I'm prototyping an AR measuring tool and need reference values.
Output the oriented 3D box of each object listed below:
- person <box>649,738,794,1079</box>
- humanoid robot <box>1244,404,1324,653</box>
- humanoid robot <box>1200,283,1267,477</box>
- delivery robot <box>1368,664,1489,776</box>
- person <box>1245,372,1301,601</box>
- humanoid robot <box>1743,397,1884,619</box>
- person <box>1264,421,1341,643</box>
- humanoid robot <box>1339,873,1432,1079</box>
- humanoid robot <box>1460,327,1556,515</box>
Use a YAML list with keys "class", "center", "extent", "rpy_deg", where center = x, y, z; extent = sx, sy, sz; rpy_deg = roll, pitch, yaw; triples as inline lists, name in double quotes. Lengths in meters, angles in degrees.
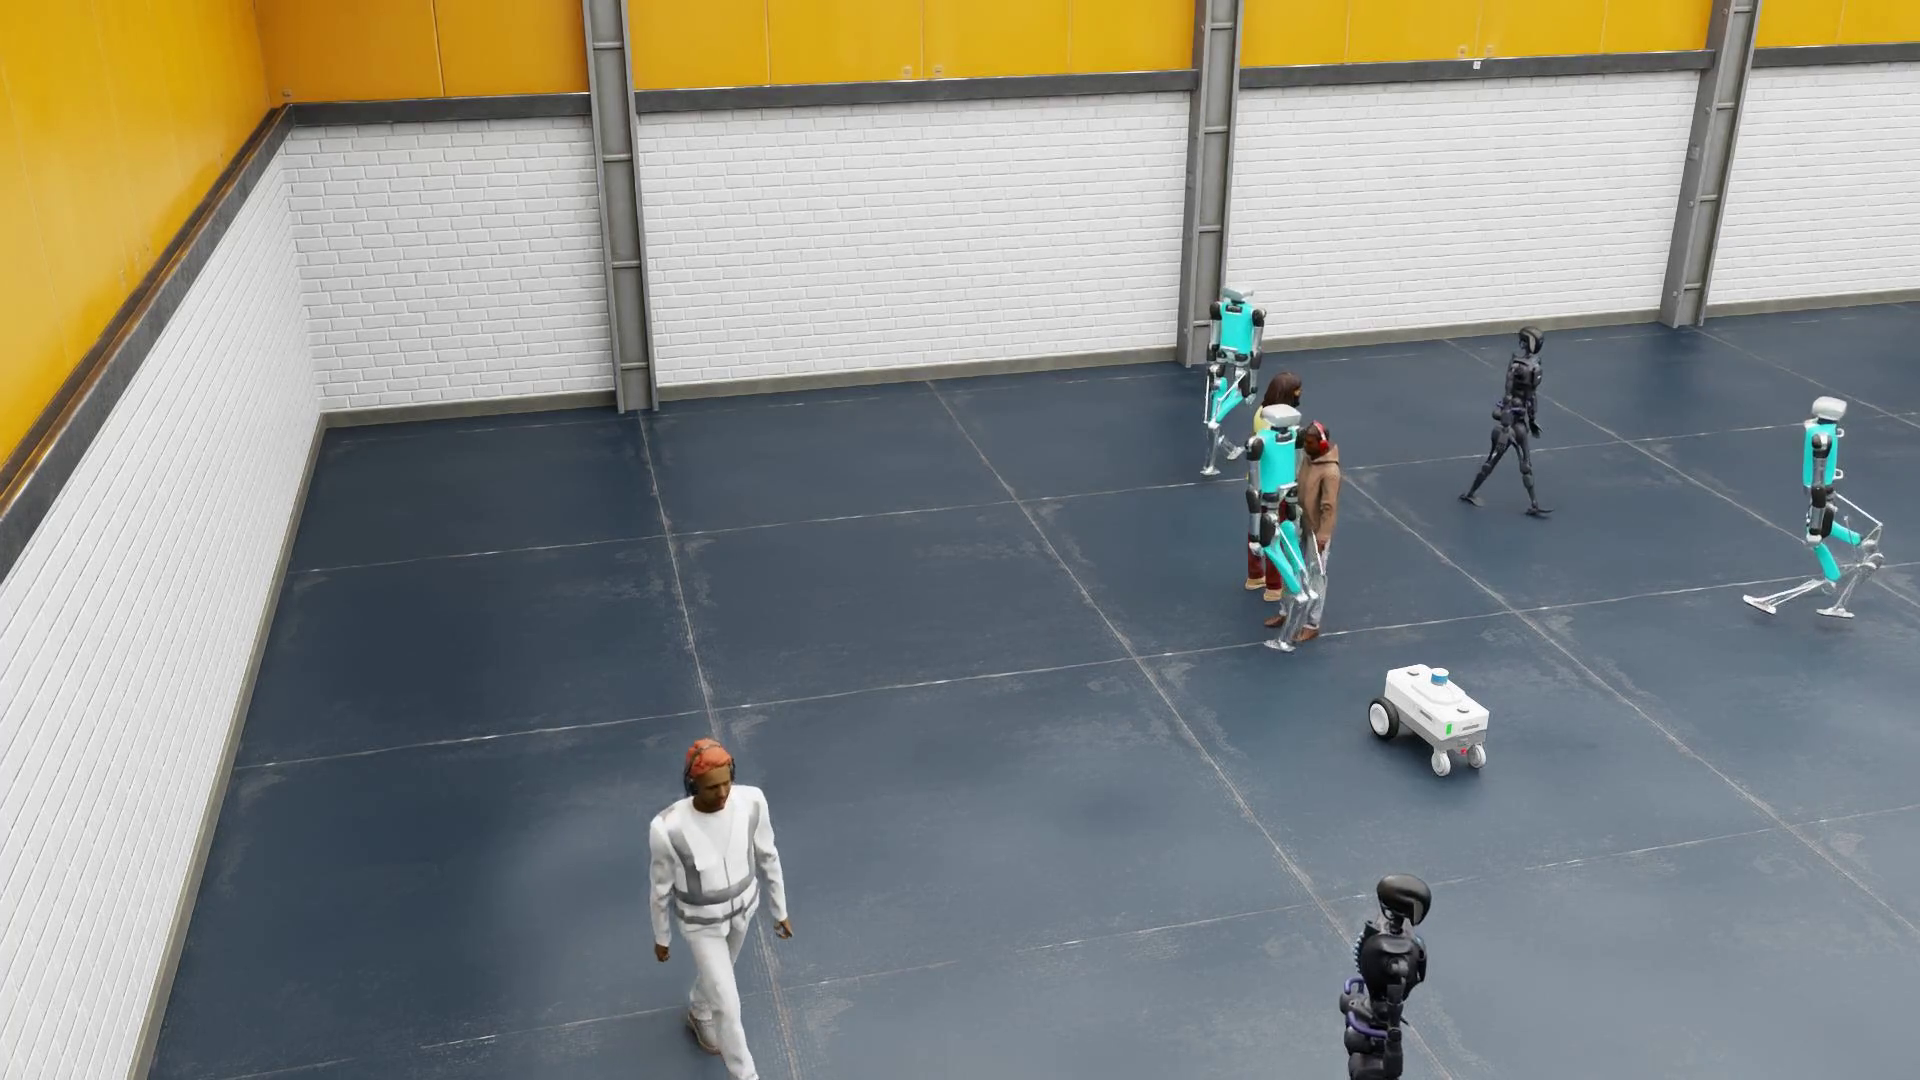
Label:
- class: "person"
  center: [-1.083, 1.707, 7.545]
  extent: [0.593, 1.832, 0.978]
  rpy_deg: [-17, 29, -34]
- class: "humanoid robot"
  center: [2.325, 0.008, 11.611]
  extent: [0.533, 1.857, 0.701]
  rpy_deg: [-16, 28, -32]
- class: "humanoid robot"
  center: [2.293, -1.349, 14.633]
  extent: [0.545, 1.734, 1.042]
  rpy_deg: [18, 29, 34]
- class: "delivery robot"
  center: [2.990, 1.092, 10.549]
  extent: [0.499, 0.614, 0.791]
  rpy_deg: [-9, 25, -19]
- class: "person"
  center: [2.349, -0.398, 12.402]
  extent: [0.371, 1.768, 0.476]
  rpy_deg: [-11, 26, -23]
- class: "humanoid robot"
  center: [6.266, -0.156, 11.887]
  extent: [0.984, 1.730, 0.548]
  rpy_deg: [10, 26, 22]
- class: "person"
  center: [2.486, -0.063, 11.798]
  extent: [0.378, 1.646, 0.470]
  rpy_deg: [-11, 26, -23]
- class: "humanoid robot"
  center: [1.663, 2.061, 6.960]
  extent: [0.637, 1.637, 0.585]
  rpy_deg: [3, 24, 6]
- class: "humanoid robot"
  center: [4.665, -0.989, 13.919]
  extent: [0.818, 1.619, 0.601]
  rpy_deg: [21, 31, 39]
